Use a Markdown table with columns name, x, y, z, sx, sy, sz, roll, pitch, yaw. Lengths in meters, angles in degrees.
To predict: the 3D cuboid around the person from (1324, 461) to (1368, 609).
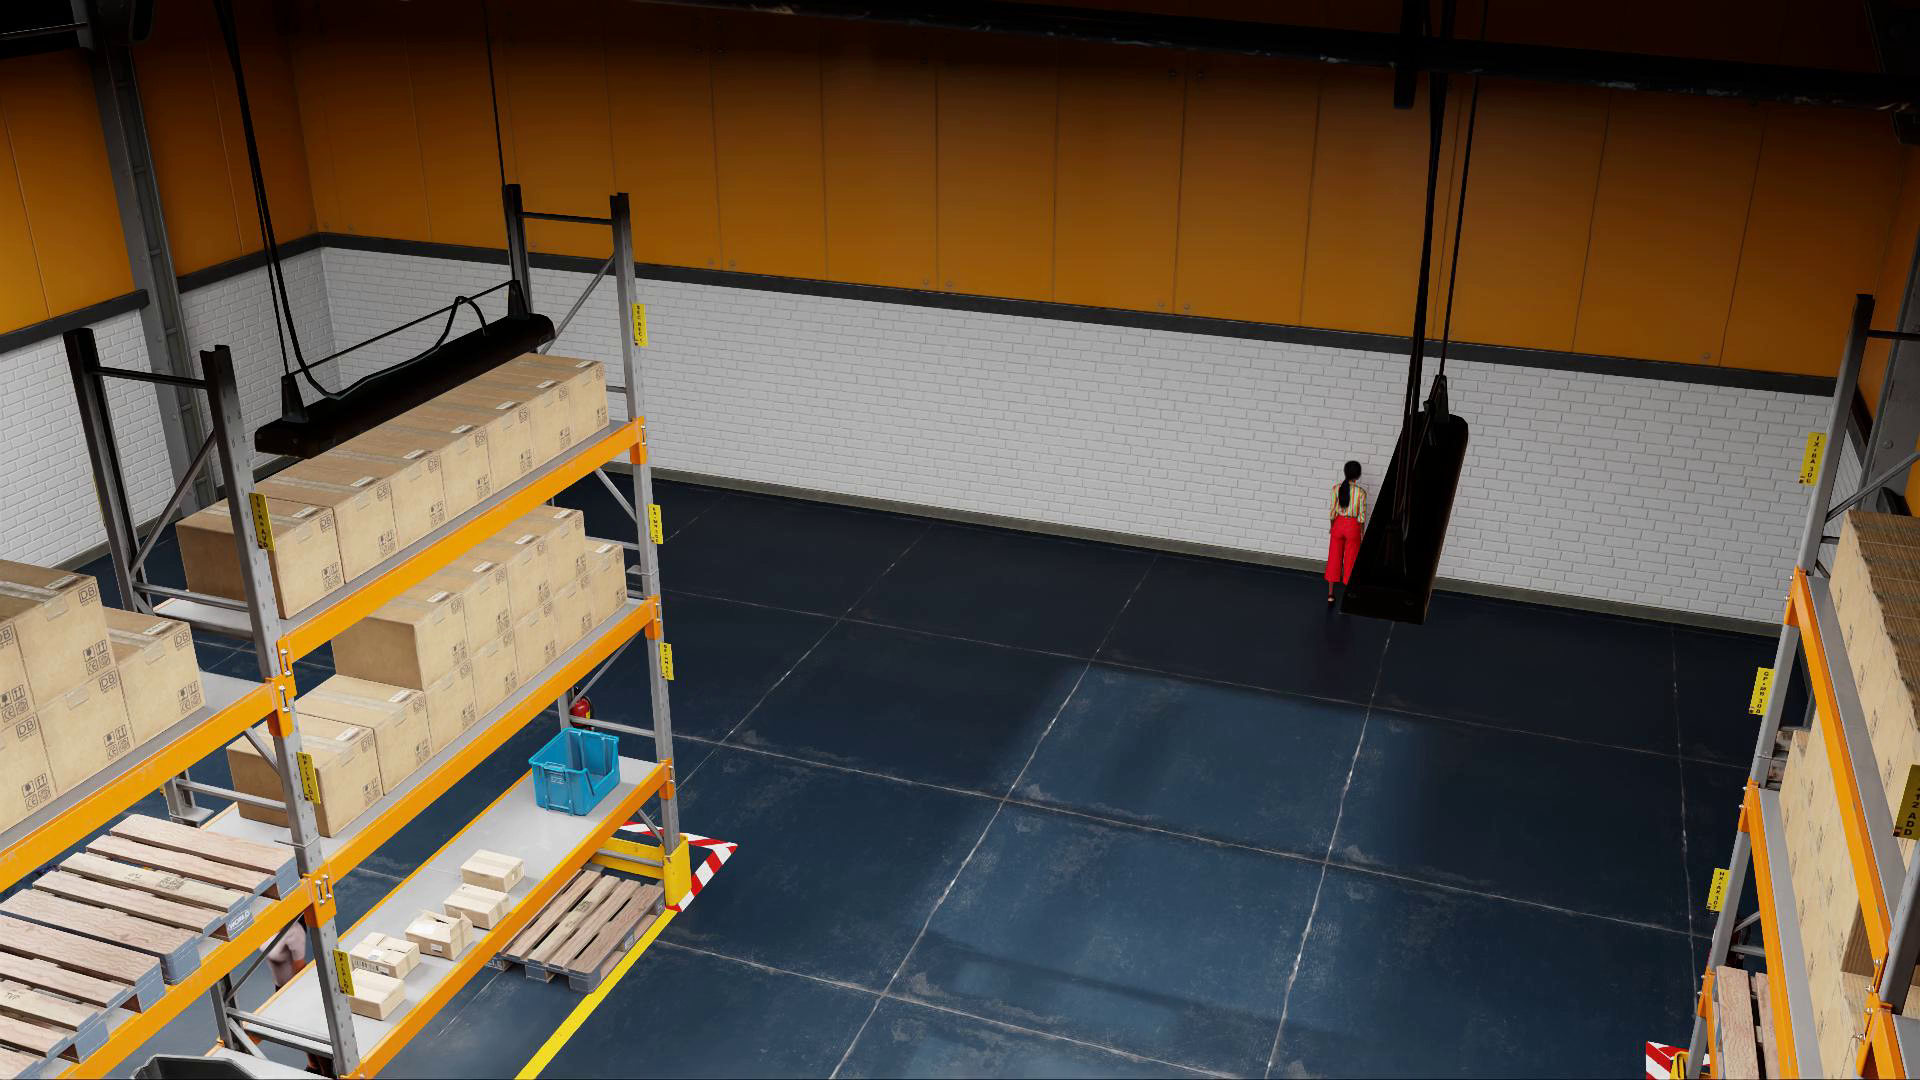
| name | x | y | z | sx | sy | sz | roll | pitch | yaw |
| --- | --- | --- | --- | --- | --- | --- | --- | --- | --- |
| person | 4.439 | -0.058 | 19.142 | 0.631 | 1.791 | 0.579 | 12 | 26 | 26 |

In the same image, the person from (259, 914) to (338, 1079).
| name | x | y | z | sx | sy | sz | roll | pitch | yaw |
| --- | --- | --- | --- | --- | --- | --- | --- | --- | --- |
| person | -4.684 | 3.186 | 11.779 | 0.658 | 1.745 | 0.642 | 19 | 30 | 36 |
